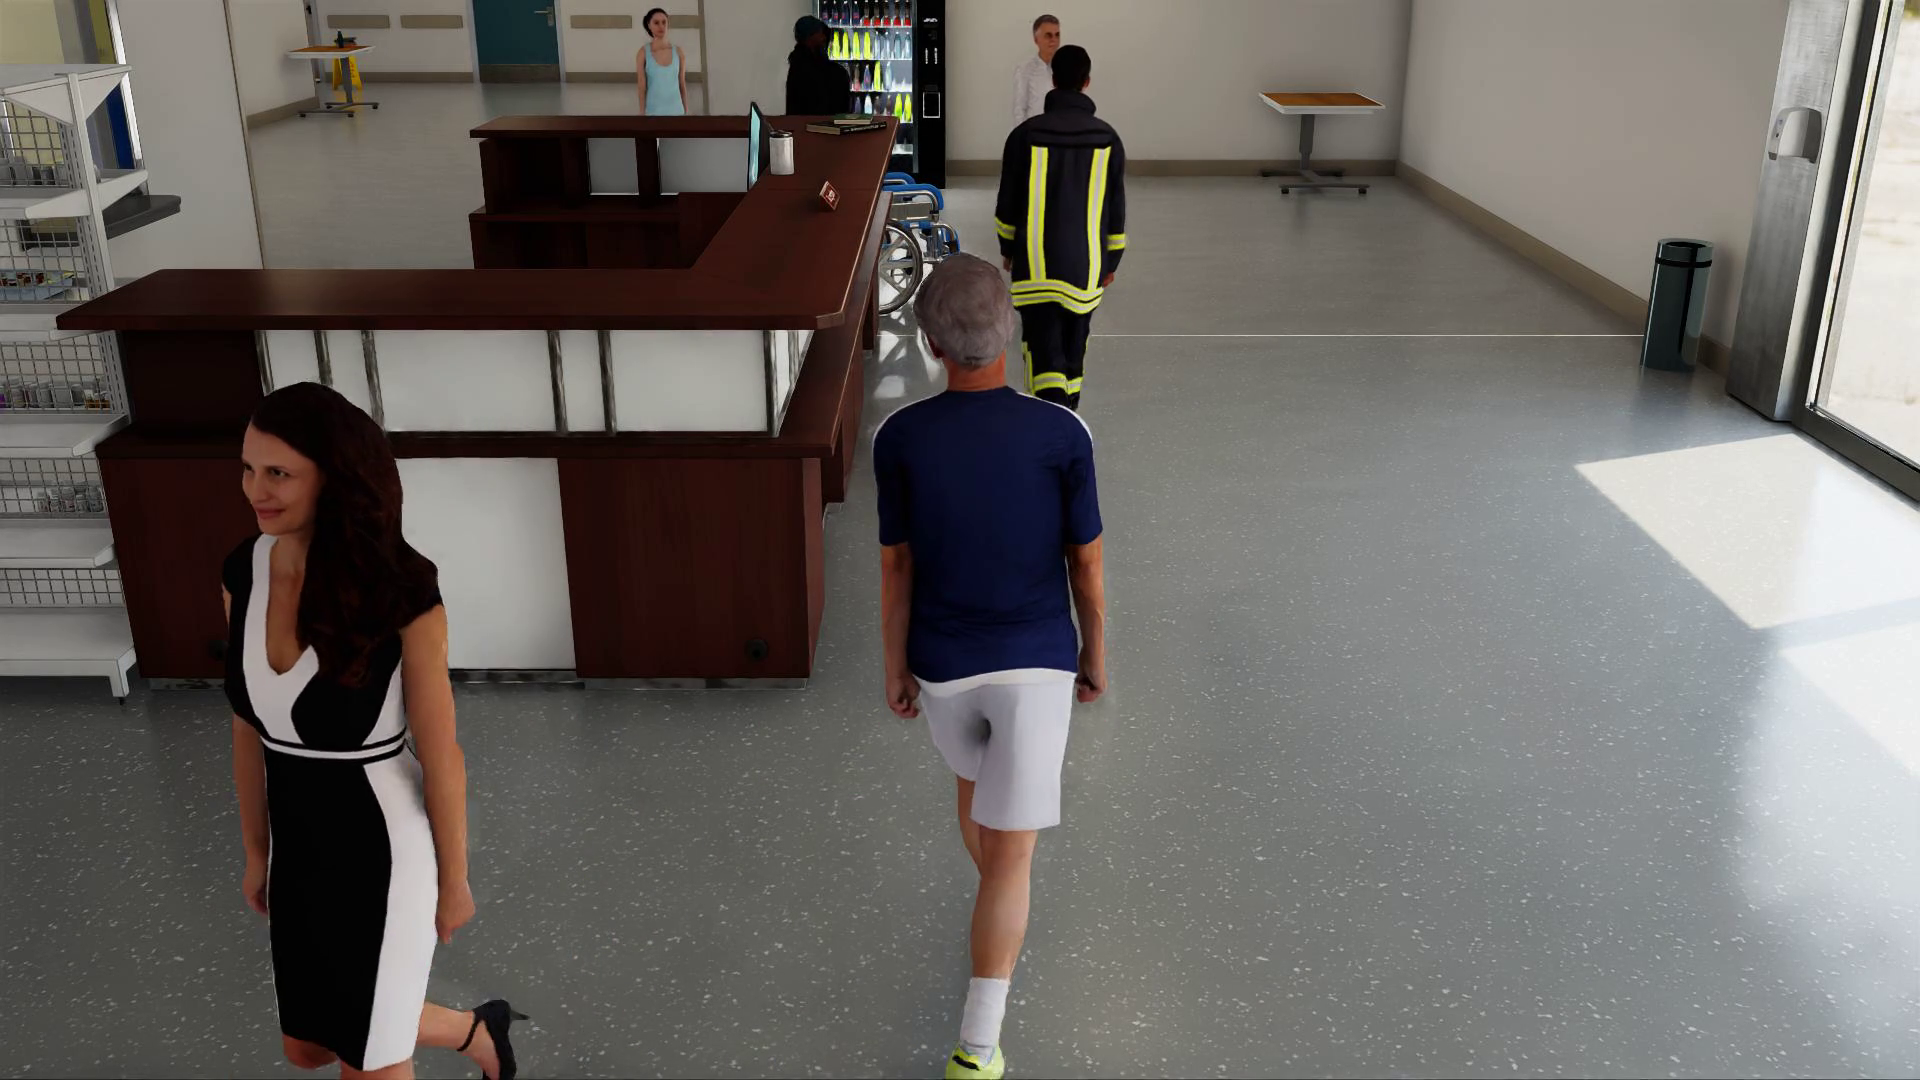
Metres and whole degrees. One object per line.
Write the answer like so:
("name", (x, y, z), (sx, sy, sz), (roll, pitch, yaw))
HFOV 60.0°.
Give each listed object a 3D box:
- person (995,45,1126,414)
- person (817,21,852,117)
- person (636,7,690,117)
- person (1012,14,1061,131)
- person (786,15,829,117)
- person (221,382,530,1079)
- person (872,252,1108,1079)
("person", (0.466, -1.308, 7.791), (1.146, 1.895, 0.910), (-3, 21, -7))
("person", (-0.989, -3.028, 12.591), (0.827, 1.713, 0.775), (18, 27, 39))
("person", (-2.412, -3.411, 13.530), (0.675, 1.764, 0.763), (-11, 23, -26))
("person", (0.581, -2.827, 11.917), (0.658, 1.815, 0.787), (-9, 22, -22))
("person", (-1.180, -2.743, 11.753), (1.234, 1.774, 0.675), (0, 21, 1))
("person", (-1.033, 0.573, 2.983), (0.918, 1.784, 0.851), (8, 22, 19))
("person", (0.062, 0.332, 3.620), (1.207, 1.784, 0.880), (4, 21, 10))
